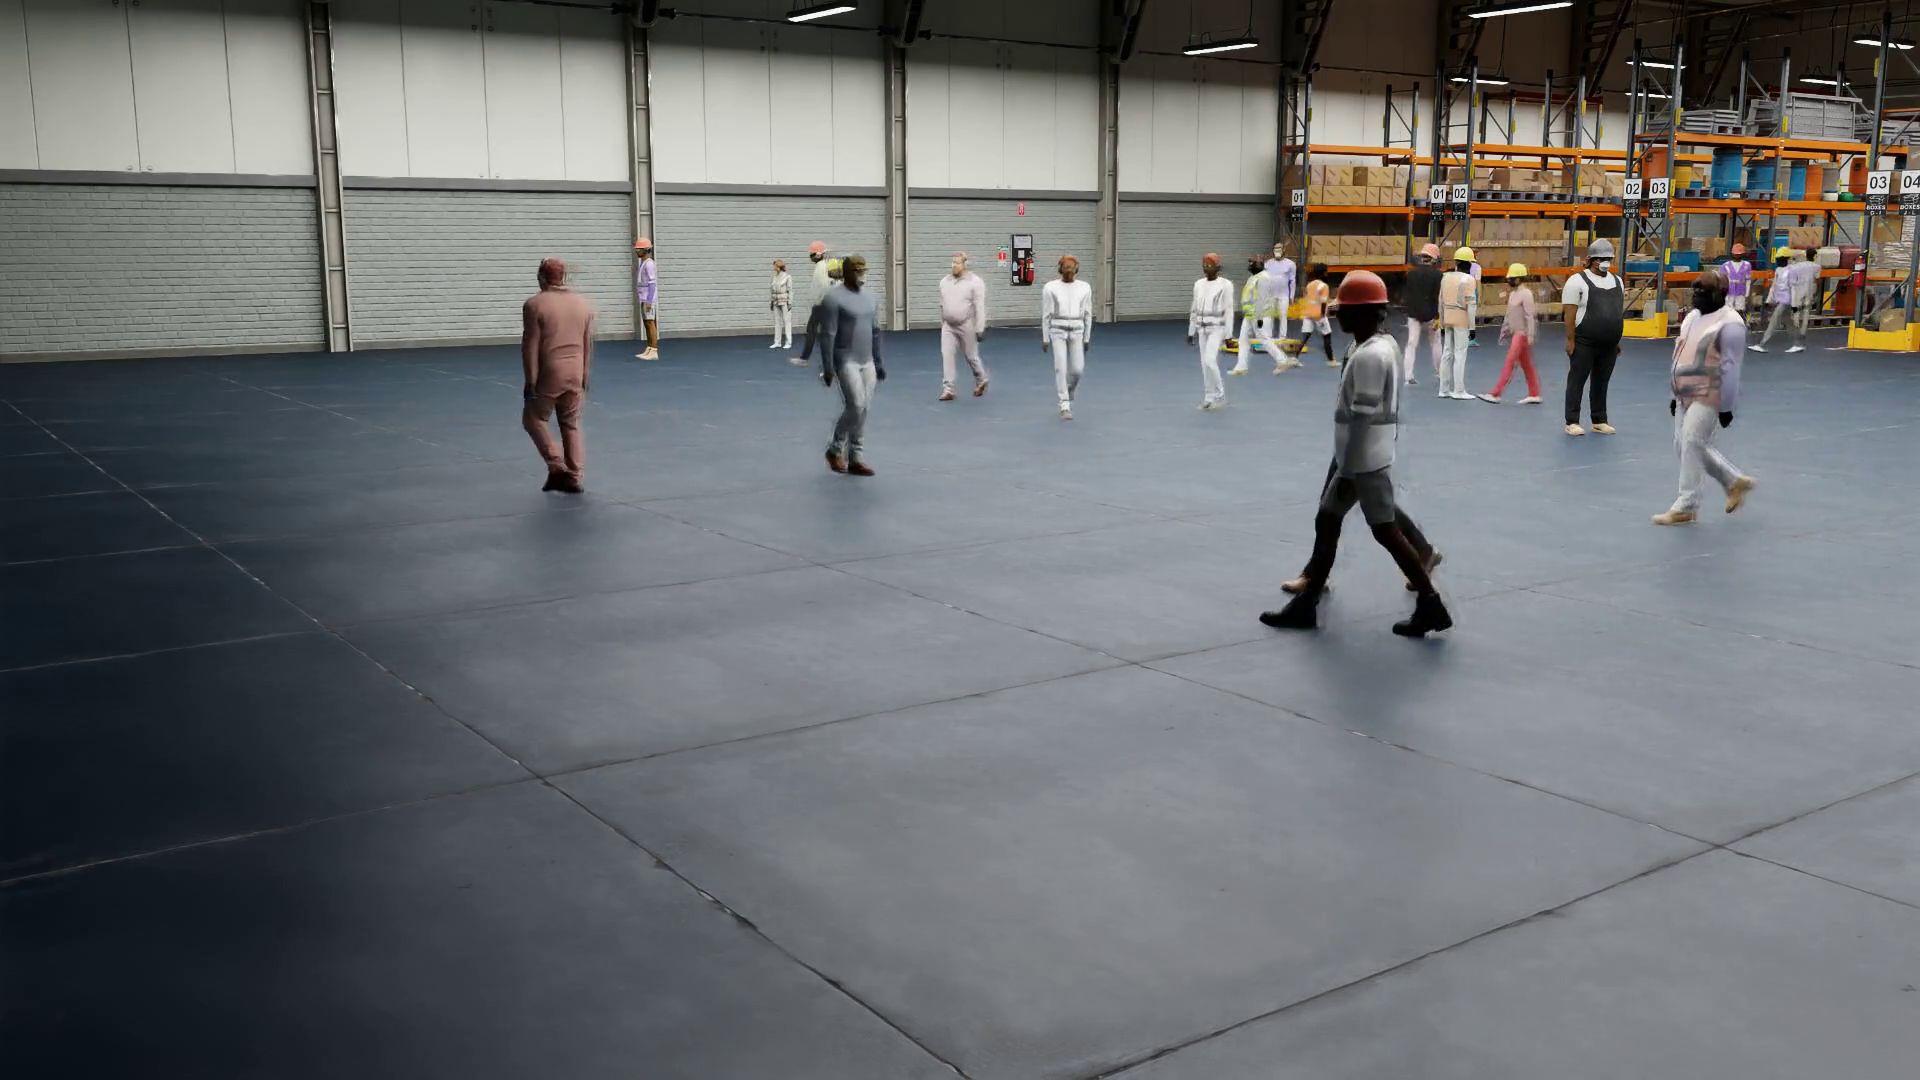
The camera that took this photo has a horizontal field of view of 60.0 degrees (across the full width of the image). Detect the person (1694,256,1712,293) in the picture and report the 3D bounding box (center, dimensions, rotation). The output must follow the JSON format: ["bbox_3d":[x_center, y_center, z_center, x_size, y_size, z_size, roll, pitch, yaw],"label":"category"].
[{"bbox_3d":[16.921,-5.637,37.778,0.287,1.631,0.501,-9,14,-42],"label":"person"}]

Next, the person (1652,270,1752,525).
[{"bbox_3d":[5.370,-1.012,11.905,0.699,1.826,0.633,0,10,-2],"label":"person"}]

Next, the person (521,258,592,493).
[{"bbox_3d":[-3.250,-1.308,13.347,0.436,1.888,0.671,8,13,38],"label":"person"}]

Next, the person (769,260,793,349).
[{"bbox_3d":[-3.299,-4.350,30.715,0.515,1.636,0.315,7,13,35],"label":"person"}]

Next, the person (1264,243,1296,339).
[{"bbox_3d":[5.869,-4.501,30.711,0.635,1.937,0.354,3,11,17],"label":"person"}]

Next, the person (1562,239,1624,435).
[{"bbox_3d":[6.635,-2.108,17.313,0.688,2.000,0.538,-3,11,-17],"label":"person"}]

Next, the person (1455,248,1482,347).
[{"bbox_3d":[9.498,-4.525,31.121,0.389,1.837,0.563,-8,13,-37],"label":"person"}]

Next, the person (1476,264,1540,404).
[{"bbox_3d":[6.764,-2.511,20.388,0.903,1.718,0.547,0,10,-2],"label":"person"}]

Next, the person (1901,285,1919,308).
[{"bbox_3d":[19.245,-4.987,33.424,0.625,1.931,0.375,5,11,25],"label":"person"}]

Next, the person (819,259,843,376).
[{"bbox_3d":[-1.847,-3.263,24.483,0.449,1.737,0.504,-1,10,-3],"label":"person"}]

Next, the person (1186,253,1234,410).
[{"bbox_3d":[2.953,-2.456,19.709,0.423,1.871,0.578,-7,13,-35],"label":"person"}]

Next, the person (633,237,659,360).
[{"bbox_3d":[-5.268,-4.033,27.858,0.373,2.043,0.615,-4,11,-21],"label":"person"}]

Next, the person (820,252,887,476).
[{"bbox_3d":[-0.890,-1.497,14.291,0.429,1.928,0.633,8,13,36],"label":"person"}]

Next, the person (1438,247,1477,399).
[{"bbox_3d":[6.345,-2.749,21.145,0.381,1.924,0.593,-5,12,-26],"label":"person"}]

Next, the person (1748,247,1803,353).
[{"bbox_3d":[14.601,-4.255,29.554,1.010,1.876,0.589,1,10,4],"label":"person"}]

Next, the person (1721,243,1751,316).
[{"bbox_3d":[15.060,-4.791,32.342,0.550,1.930,0.368,4,11,19],"label":"person"}]

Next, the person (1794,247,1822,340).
[{"bbox_3d":[16.927,-4.931,33.321,0.537,1.847,0.404,7,13,34],"label":"person"}]

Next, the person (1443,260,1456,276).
[{"bbox_3d":[10.217,-5.038,34.667,0.514,1.578,0.928,4,11,19],"label":"person"}]

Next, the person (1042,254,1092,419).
[{"bbox_3d":[1.207,-2.315,18.921,0.580,1.868,0.511,-1,10,-7],"label":"person"}]

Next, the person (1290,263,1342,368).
[{"bbox_3d":[5.586,-3.521,26.117,0.866,1.655,0.529,-5,12,-26],"label":"person"}]

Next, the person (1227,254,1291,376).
[{"bbox_3d":[4.456,-3.327,24.638,0.869,1.816,0.632,-1,10,-6],"label":"person"}]

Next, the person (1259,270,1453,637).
[{"bbox_3d":[2.113,-0.433,8.561,0.980,1.895,0.559,2,11,12],"label":"person"}]

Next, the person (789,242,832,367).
[{"bbox_3d":[-2.333,-3.731,26.415,0.920,1.955,0.662,0,10,-2],"label":"person"}]

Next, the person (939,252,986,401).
[{"bbox_3d":[0.038,-2.726,21.168,0.651,1.879,0.892,5,12,27],"label":"person"}]

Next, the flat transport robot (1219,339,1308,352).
[{"bbox_3d":[5.414,-3.482,29.701,1.431,0.197,0.652,-1,10,-7],"label":"flat transport robot"}]

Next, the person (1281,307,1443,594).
[{"bbox_3d":[2.352,-0.568,9.501,0.876,1.811,0.514,-3,11,-16],"label":"person"}]

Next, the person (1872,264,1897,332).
[{"bbox_3d":[19.920,-5.379,35.837,0.426,1.821,0.617,-4,11,-21],"label":"person"}]

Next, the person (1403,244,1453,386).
[{"bbox_3d":[6.531,-3.131,23.176,0.615,1.950,0.981,10,14,44],"label":"person"}]
